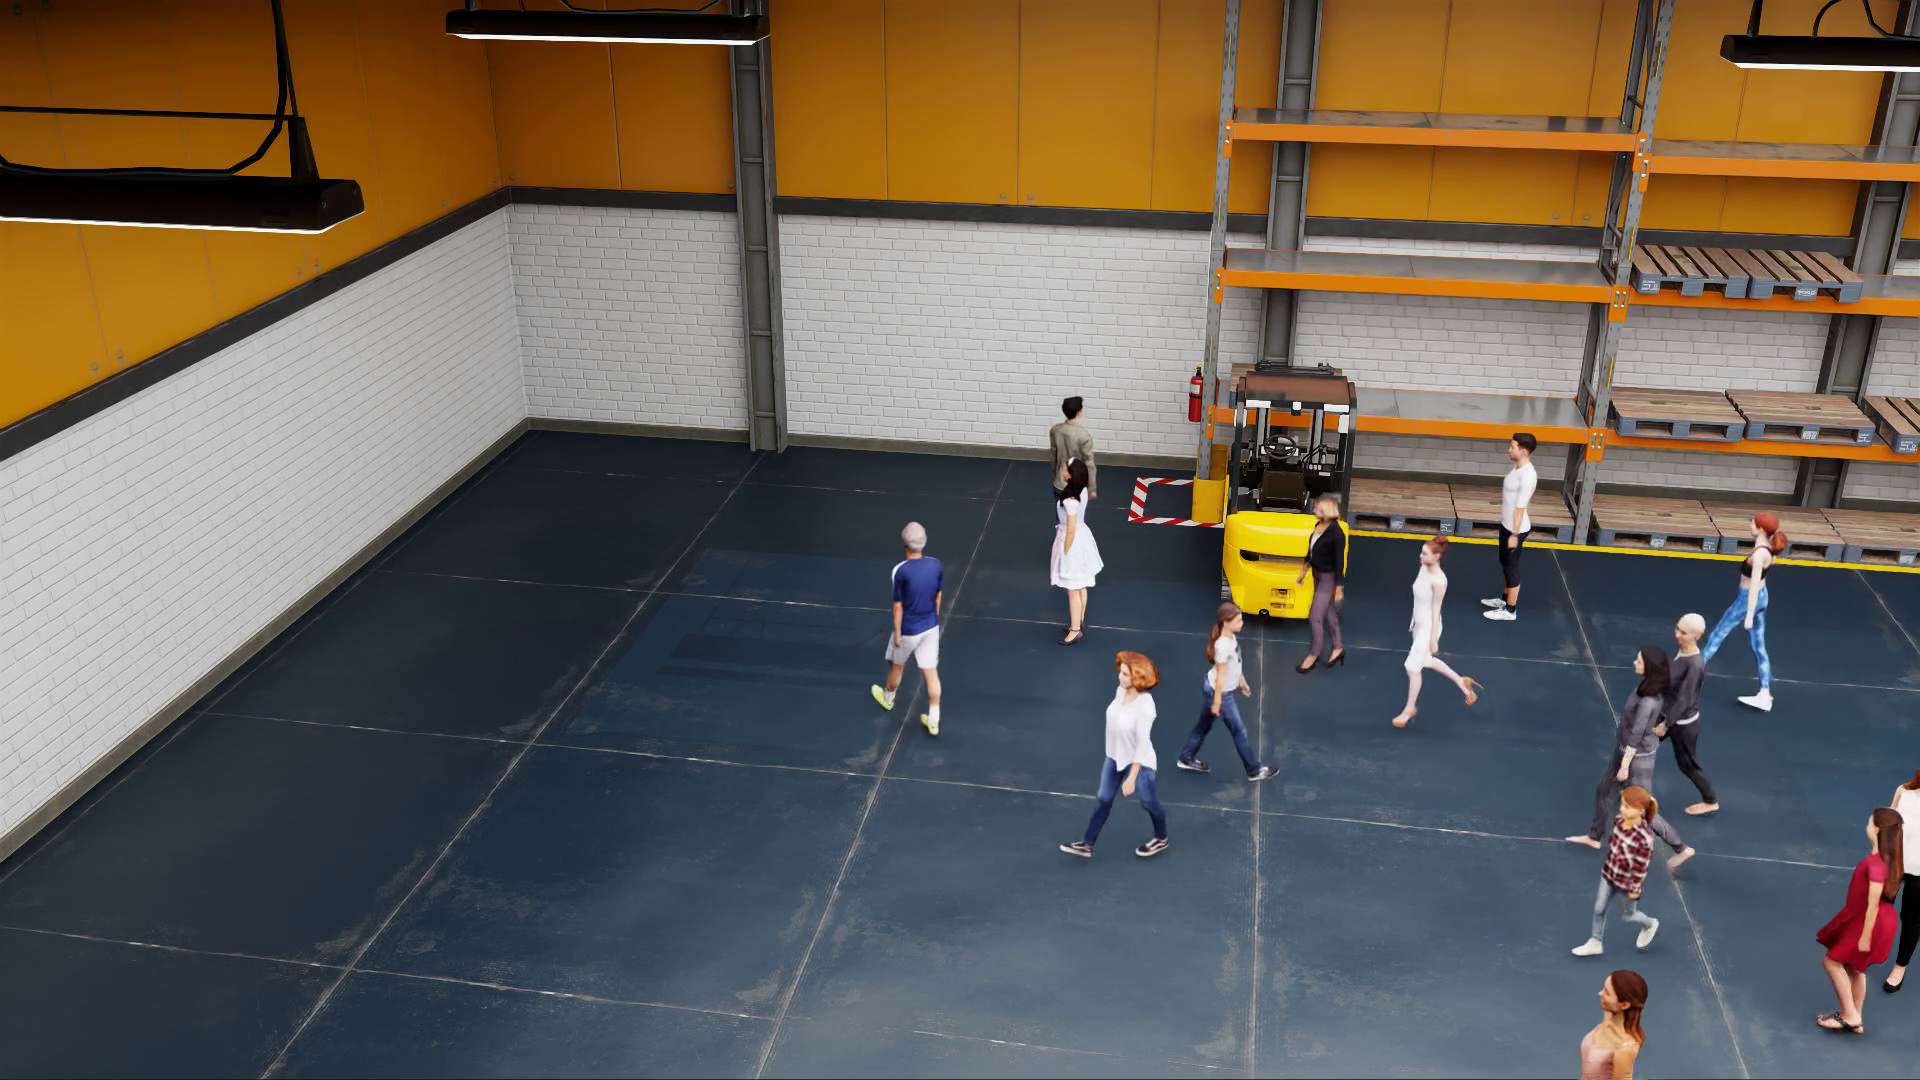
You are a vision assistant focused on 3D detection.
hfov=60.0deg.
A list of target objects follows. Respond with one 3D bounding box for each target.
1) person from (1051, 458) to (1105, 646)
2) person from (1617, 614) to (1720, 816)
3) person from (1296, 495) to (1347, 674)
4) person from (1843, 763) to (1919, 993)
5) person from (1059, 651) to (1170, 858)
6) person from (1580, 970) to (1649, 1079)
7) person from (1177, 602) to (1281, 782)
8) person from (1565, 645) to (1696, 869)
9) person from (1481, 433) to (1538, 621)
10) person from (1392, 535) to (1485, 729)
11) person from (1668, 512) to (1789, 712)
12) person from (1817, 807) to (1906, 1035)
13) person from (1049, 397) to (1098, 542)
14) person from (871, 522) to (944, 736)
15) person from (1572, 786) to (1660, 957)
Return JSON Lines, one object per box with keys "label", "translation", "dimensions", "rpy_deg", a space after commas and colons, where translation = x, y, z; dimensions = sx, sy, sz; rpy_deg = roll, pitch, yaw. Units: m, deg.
{"label": "person", "translation": [1.049, 0.108, 15.265], "dimensions": [0.764, 1.818, 0.743], "rpy_deg": [8, 25, 17]}
{"label": "person", "translation": [5.531, 1.348, 12.584], "dimensions": [1.110, 1.695, 0.693], "rpy_deg": [2, 24, 4]}
{"label": "person", "translation": [3.348, 0.389, 14.841], "dimensions": [0.847, 1.642, 0.770], "rpy_deg": [-6, 24, -14]}
{"label": "person", "translation": [6.151, 2.119, 10.785], "dimensions": [0.699, 1.722, 0.634], "rpy_deg": [-17, 29, -33]}
{"label": "person", "translation": [1.339, 1.579, 12.079], "dimensions": [1.190, 1.675, 1.047], "rpy_deg": [-11, 26, -23]}
{"label": "person", "translation": [3.413, 3.022, 8.605], "dimensions": [0.587, 1.814, 0.615], "rpy_deg": [5, 24, 11]}
{"label": "person", "translation": [1.992, 1.195, 13.150], "dimensions": [1.018, 1.521, 0.530], "rpy_deg": [4, 24, 10]}
{"label": "person", "translation": [4.958, 1.598, 11.968], "dimensions": [1.178, 1.729, 0.847], "rpy_deg": [12, 26, 26]}
{"label": "person", "translation": [5.268, -0.142, 15.796], "dimensions": [0.548, 1.851, 0.664], "rpy_deg": [3, 24, 8]}
{"label": "person", "translation": [3.961, 0.782, 13.782], "dimensions": [1.016, 1.771, 0.723], "rpy_deg": [-3, 24, -7]}
{"label": "person", "translation": [6.804, 0.639, 14.150], "dimensions": [1.229, 1.739, 1.029], "rpy_deg": [21, 31, 39]}
{"label": "person", "translation": [5.726, 2.409, 10.357], "dimensions": [0.757, 1.532, 0.708], "rpy_deg": [14, 27, 30]}
{"label": "person", "translation": [1.103, -0.541, 16.691], "dimensions": [0.748, 1.865, 0.862], "rpy_deg": [20, 31, 38]}
{"label": "person", "translation": [-0.310, 0.776, 13.764], "dimensions": [1.090, 1.797, 1.118], "rpy_deg": [-14, 27, -29]}
{"label": "person", "translation": [4.481, 2.225, 11.084], "dimensions": [0.918, 1.289, 0.775], "rpy_deg": [-9, 25, -19]}
